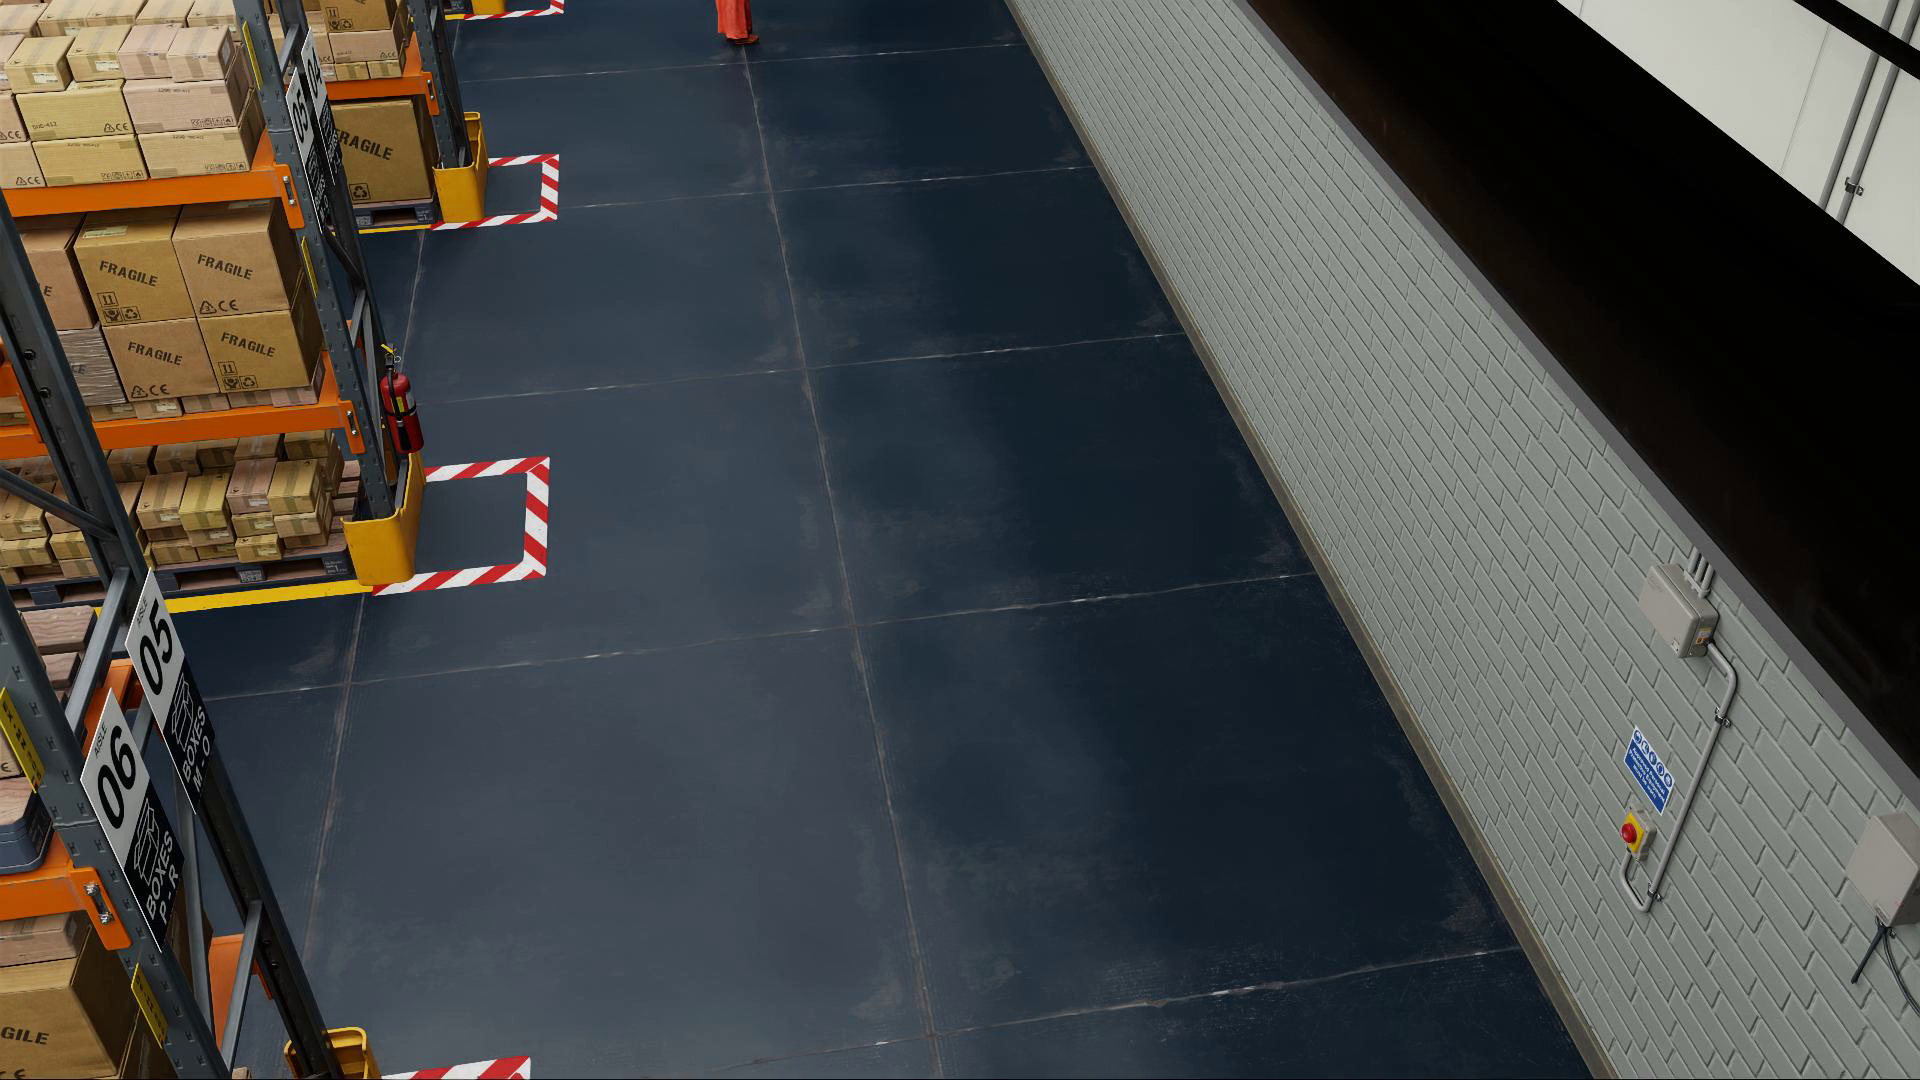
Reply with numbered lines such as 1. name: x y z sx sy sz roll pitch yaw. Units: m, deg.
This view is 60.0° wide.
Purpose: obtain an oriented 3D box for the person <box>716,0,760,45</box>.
1. person: -2.360 -6.037 17.129 0.712 1.802 0.711 -22 43 -25
